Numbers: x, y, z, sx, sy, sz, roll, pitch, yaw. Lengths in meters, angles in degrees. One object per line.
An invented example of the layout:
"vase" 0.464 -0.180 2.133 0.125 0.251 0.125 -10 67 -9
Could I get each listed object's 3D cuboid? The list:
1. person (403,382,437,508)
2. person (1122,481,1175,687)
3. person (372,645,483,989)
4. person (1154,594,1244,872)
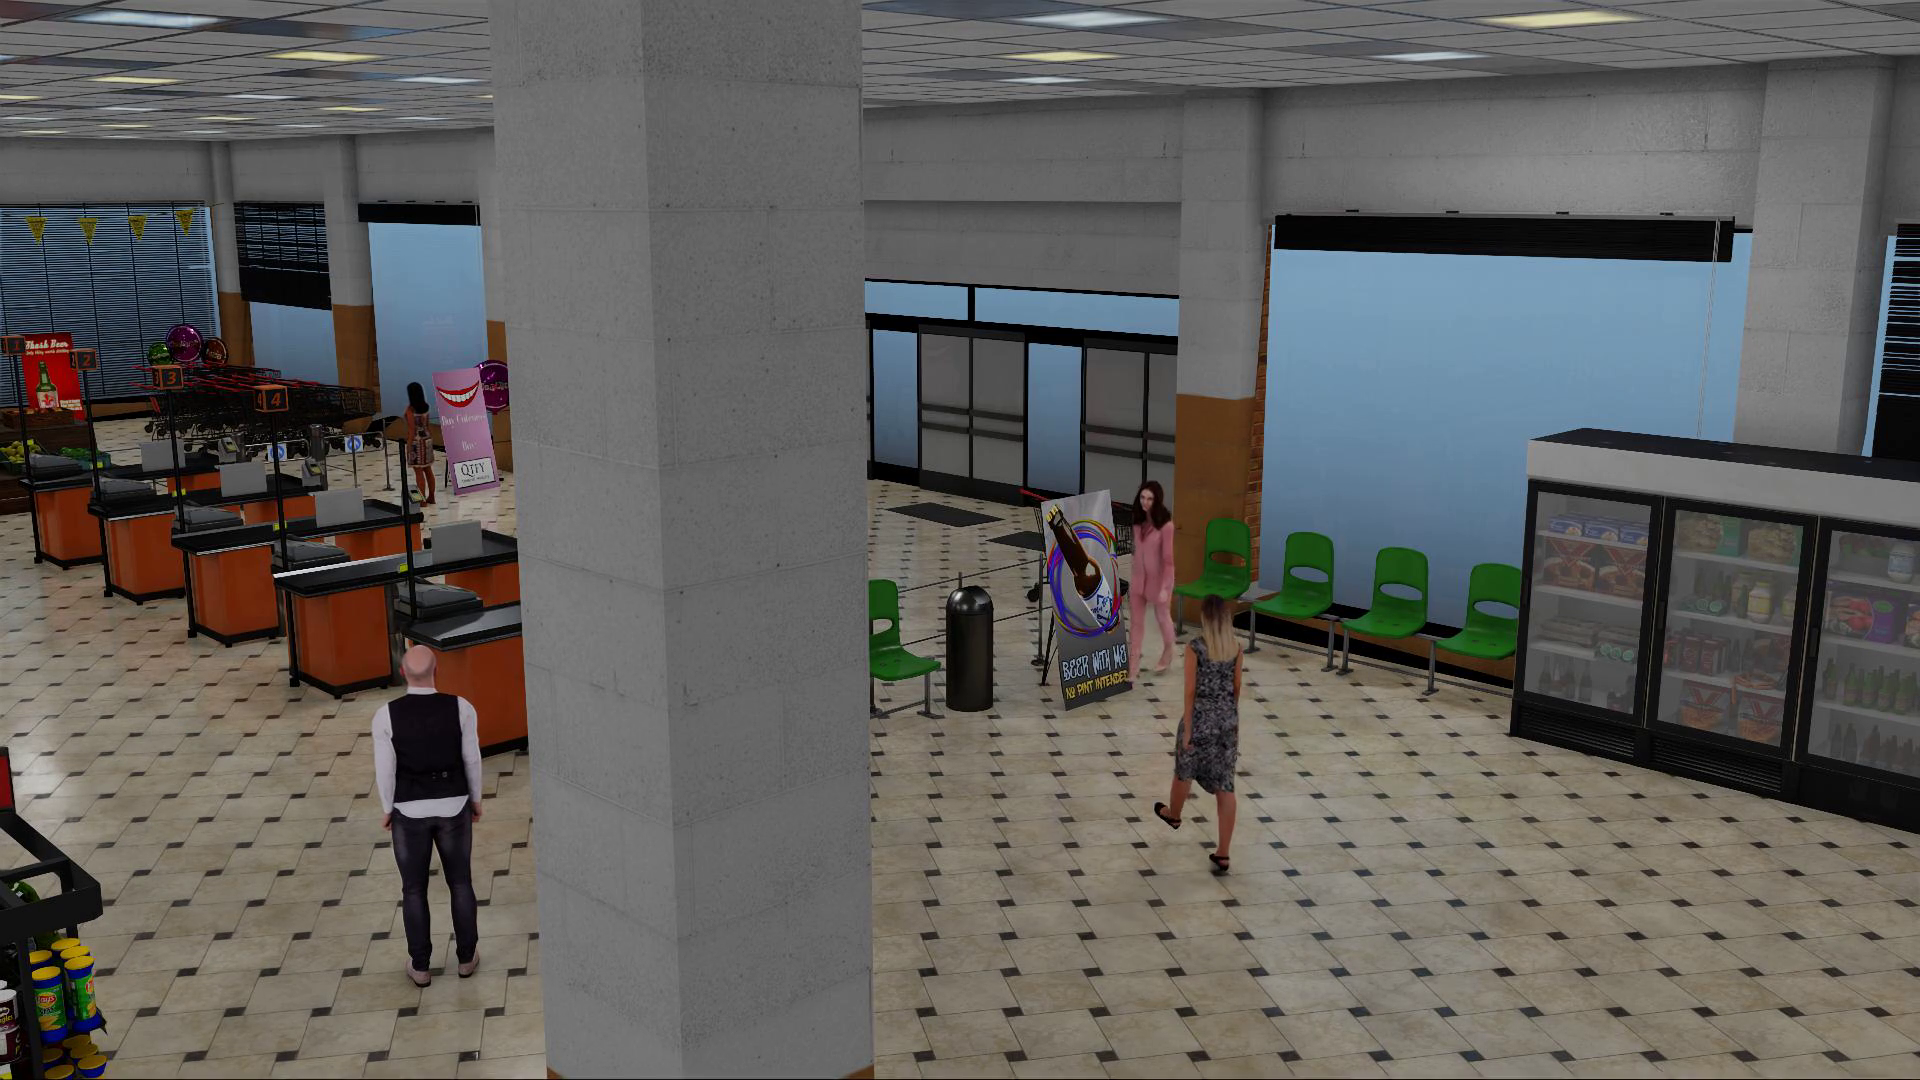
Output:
"person" -7.151 -1.257 21.998 0.784 1.617 0.637 4 12 17
"person" 1.663 0.361 14.052 0.746 1.725 1.169 10 16 40
"person" -2.775 1.433 8.721 0.672 1.824 0.827 -5 13 -23
"person" 1.577 1.214 10.173 1.119 1.654 1.001 -4 12 -16
